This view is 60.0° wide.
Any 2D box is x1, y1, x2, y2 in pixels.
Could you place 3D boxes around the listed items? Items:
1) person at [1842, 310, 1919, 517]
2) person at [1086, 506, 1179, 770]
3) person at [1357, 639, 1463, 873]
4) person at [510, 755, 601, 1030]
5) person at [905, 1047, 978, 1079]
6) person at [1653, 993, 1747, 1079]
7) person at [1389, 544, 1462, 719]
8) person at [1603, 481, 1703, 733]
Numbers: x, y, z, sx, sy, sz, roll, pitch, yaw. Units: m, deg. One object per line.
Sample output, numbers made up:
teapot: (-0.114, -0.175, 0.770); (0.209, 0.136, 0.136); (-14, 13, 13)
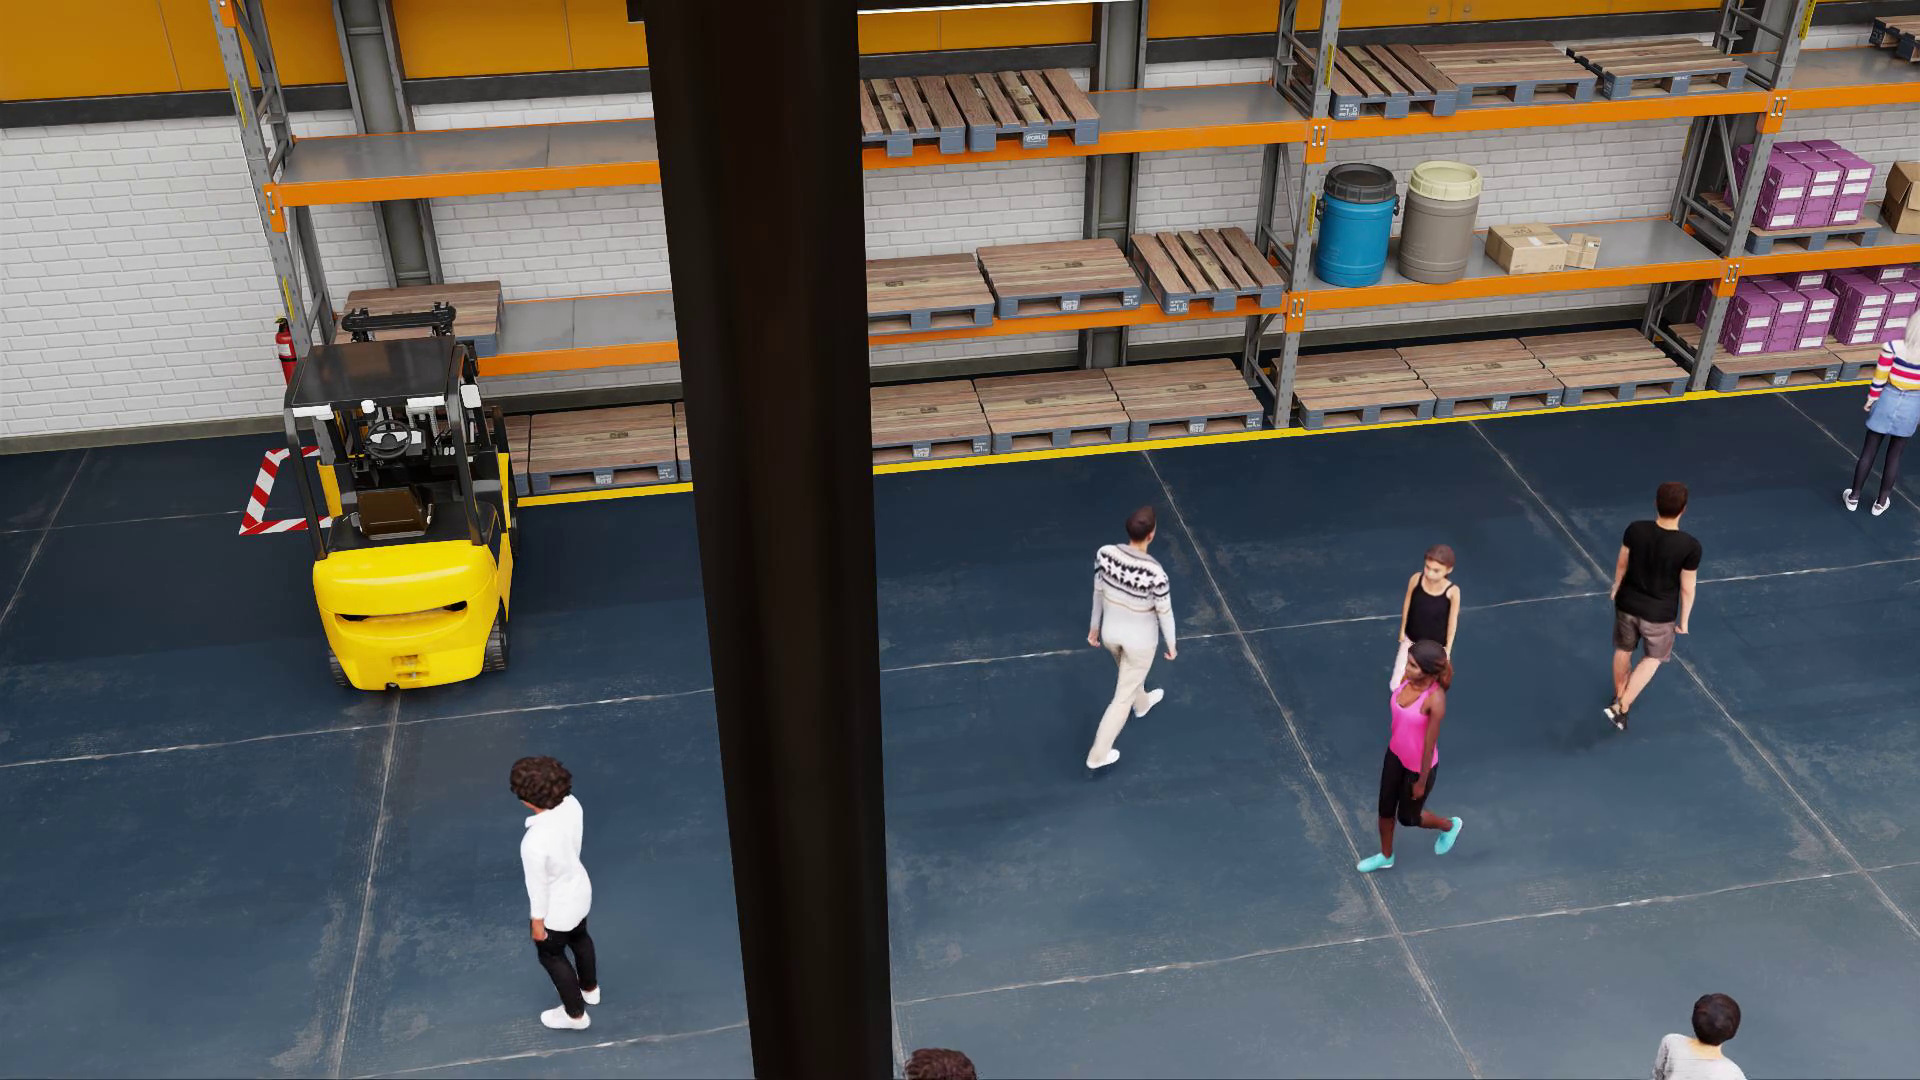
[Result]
person: (7.398, -1.029, 13.132); (0.683, 1.809, 0.783); (16, 37, 22)
person: (1.032, 0.657, 10.596); (1.186, 1.809, 1.313); (26, 41, 33)
person: (2.725, 1.283, 9.745); (0.910, 1.709, 0.665); (-12, 36, -18)
person: (-2.089, 1.862, 8.784); (0.768, 1.809, 0.752); (11, 35, 17)
person: (-0.096, 2.863, 7.274); (0.706, 1.814, 0.746); (6, 34, 8)
person: (3.335, 2.734, 7.717); (0.980, 1.538, 0.806); (-24, 41, -32)
person: (3.063, 0.646, 10.842); (0.724, 1.556, 0.778); (19, 38, 26)
person: (4.444, 0.455, 10.867); (1.010, 1.847, 1.078); (26, 42, 33)
